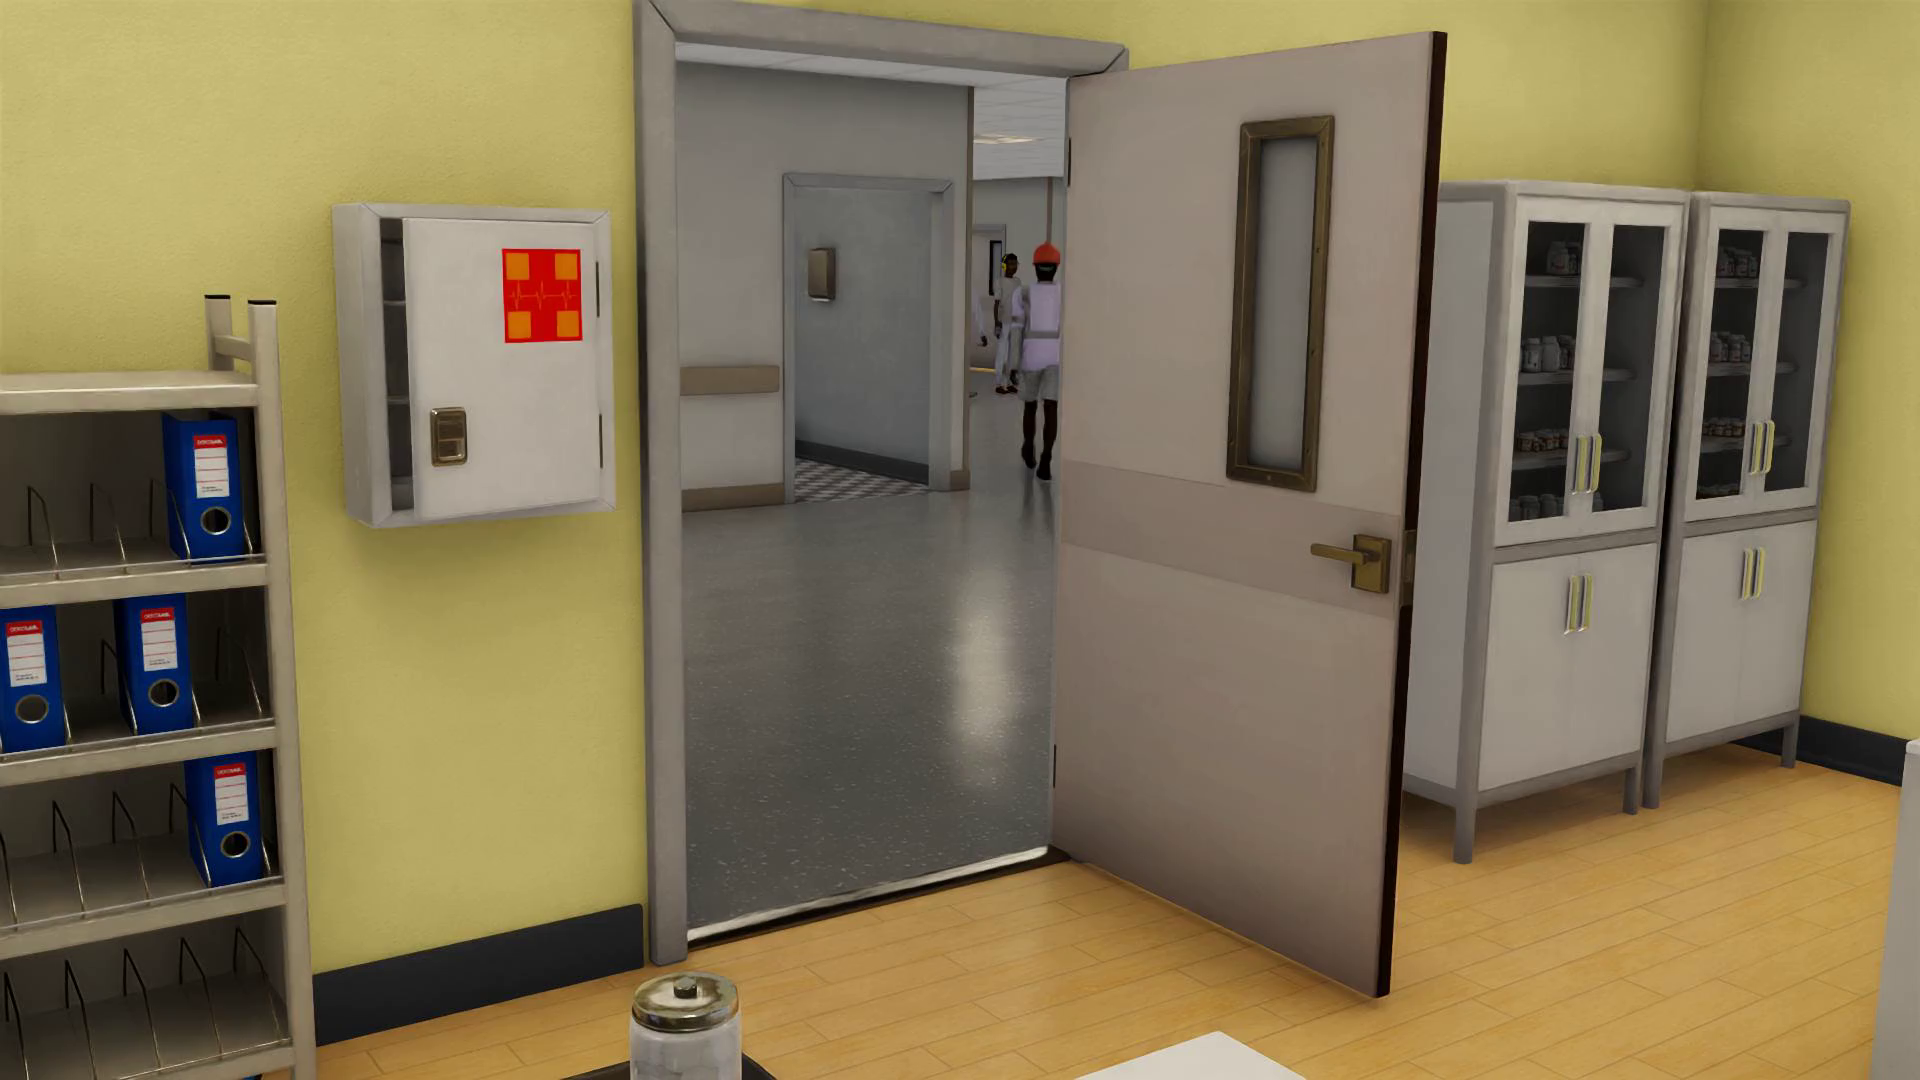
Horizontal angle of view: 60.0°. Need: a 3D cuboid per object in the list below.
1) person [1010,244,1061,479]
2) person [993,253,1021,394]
[{"bbox_3d":[0.692,-1.480,13.708,0.573,1.883,0.986,1,10,-1],"label":"person"},{"bbox_3d":[0.652,-2.866,22.095,0.338,1.866,0.514,10,13,44],"label":"person"}]
